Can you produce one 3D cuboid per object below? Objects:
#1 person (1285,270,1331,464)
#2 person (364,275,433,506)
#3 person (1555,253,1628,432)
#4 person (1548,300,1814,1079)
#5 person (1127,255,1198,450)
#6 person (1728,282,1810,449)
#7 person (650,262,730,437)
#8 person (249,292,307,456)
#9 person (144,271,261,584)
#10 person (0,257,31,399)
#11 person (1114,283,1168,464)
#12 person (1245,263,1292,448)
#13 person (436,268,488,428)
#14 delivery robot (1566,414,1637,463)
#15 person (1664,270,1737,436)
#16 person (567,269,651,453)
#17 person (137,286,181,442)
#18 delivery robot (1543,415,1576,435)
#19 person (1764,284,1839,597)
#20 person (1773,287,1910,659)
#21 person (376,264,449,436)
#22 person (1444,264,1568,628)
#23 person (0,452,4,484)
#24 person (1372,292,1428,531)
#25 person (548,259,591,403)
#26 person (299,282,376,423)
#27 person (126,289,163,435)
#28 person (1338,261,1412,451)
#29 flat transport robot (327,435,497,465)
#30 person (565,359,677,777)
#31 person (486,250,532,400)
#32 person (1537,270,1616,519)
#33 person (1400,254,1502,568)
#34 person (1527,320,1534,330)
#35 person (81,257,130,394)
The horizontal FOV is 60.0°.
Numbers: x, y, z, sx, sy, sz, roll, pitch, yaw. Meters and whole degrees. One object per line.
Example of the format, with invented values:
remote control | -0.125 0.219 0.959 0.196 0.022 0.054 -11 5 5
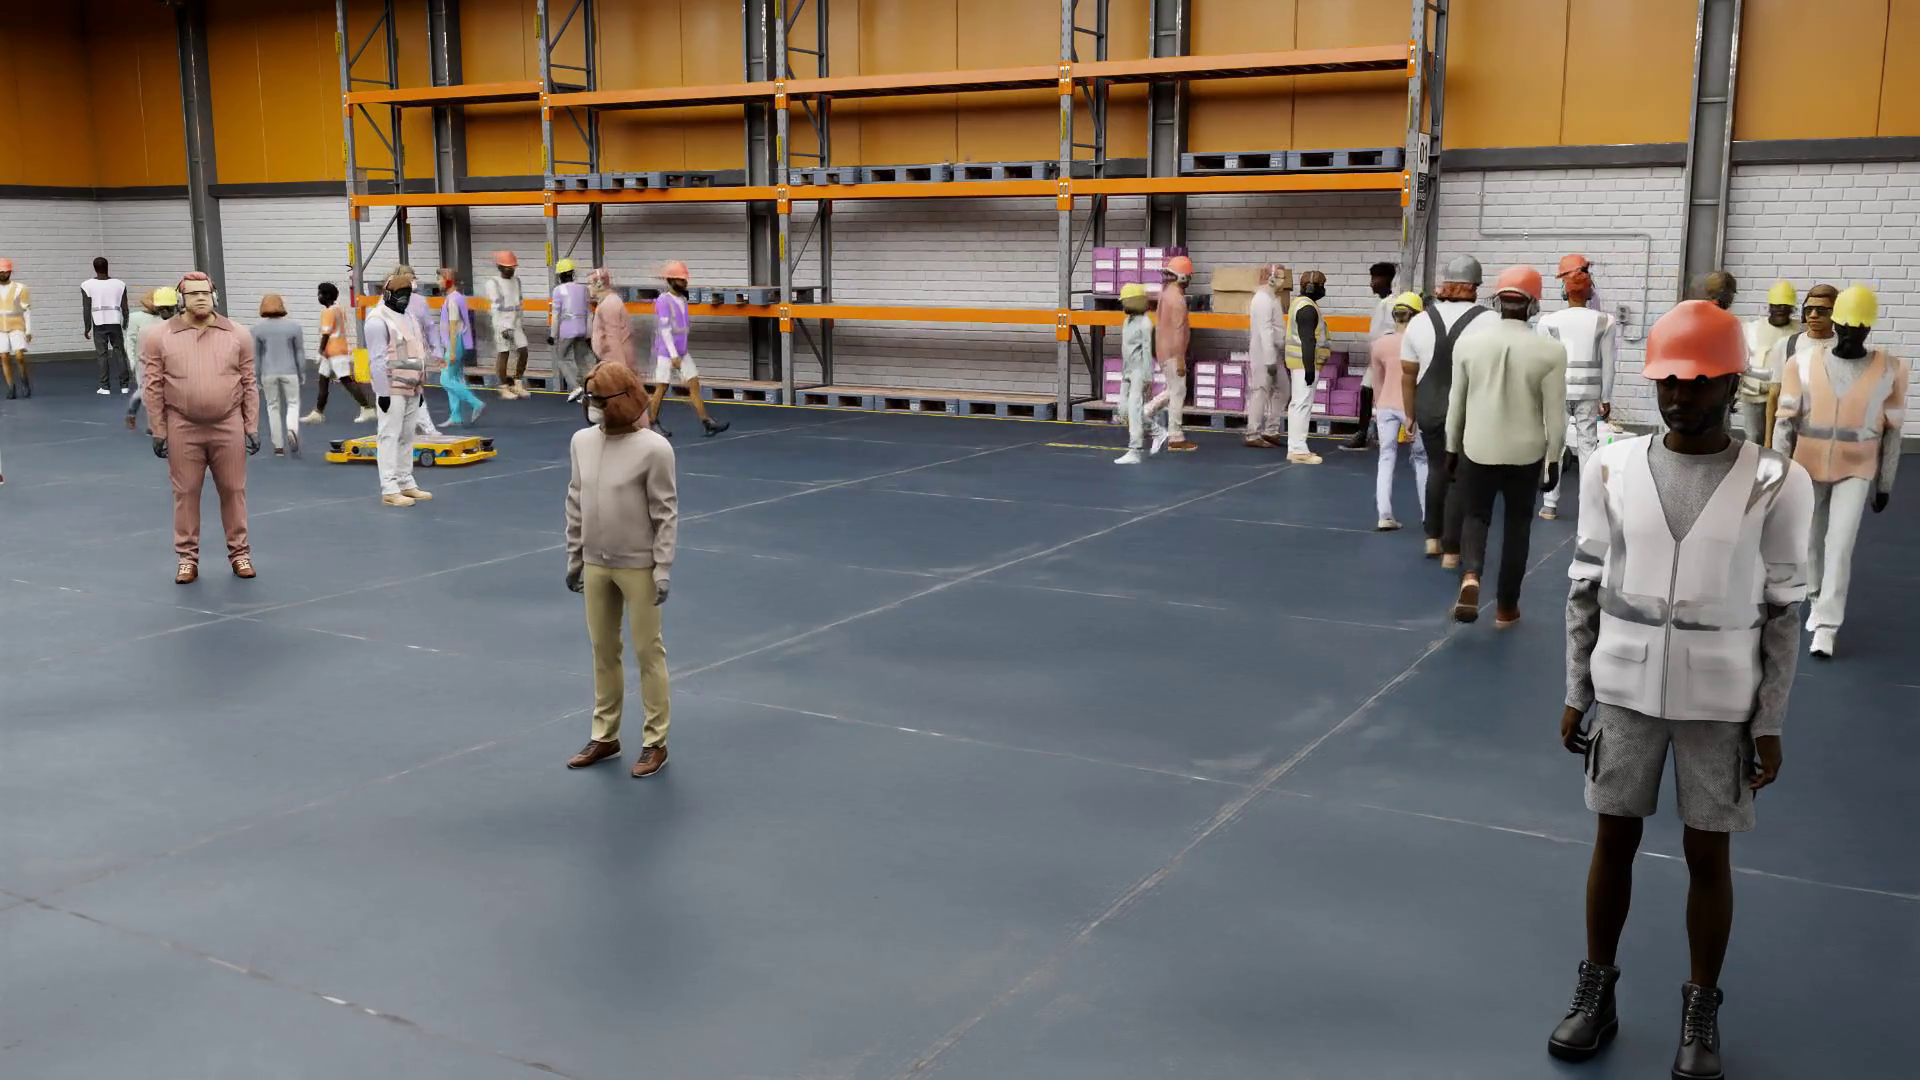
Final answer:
person | 3.330 -1.654 15.933 0.429 1.839 0.633 1 10 5
person | -4.497 -1.200 13.365 0.430 1.841 0.624 2 10 10
person | 6.059 -1.753 16.038 0.739 2.000 0.679 7 12 33
person | 1.764 0.384 4.115 0.545 1.938 0.362 6 12 32
person | 2.086 -1.879 16.807 0.610 1.976 0.624 -1 10 -7
person | 6.627 -1.212 13.604 0.613 1.795 0.866 6 12 31
person | -2.985 -2.028 17.903 0.988 1.886 0.557 4 11 24
person | -6.700 -1.625 16.363 0.517 1.620 0.455 -4 11 -22
person | -4.665 -0.693 10.282 0.648 1.913 0.409 -5 11 -27
person | -12.880 -2.851 22.490 0.565 1.923 0.426 -3 10 -17
person | 1.731 -1.586 15.859 0.496 1.717 0.496 -3 10 -17
person | 3.220 -1.869 16.999 0.617 1.887 0.670 3 10 15
person | -5.710 -2.169 18.877 0.478 1.827 0.590 -3 10 -15
delivery robot | 5.738 -0.888 14.965 0.477 0.478 0.707 -3 11 -19
person | 5.312 -1.012 12.149 0.948 1.904 0.682 -3 10 -17
person | -3.462 -1.752 16.501 0.833 1.848 0.669 -1 10 -4
person | -6.819 -1.337 14.440 0.531 1.739 0.794 -3 10 -17
delivery robot | 5.662 -1.016 15.686 0.477 0.478 0.707 -2 10 -9
person | 5.019 -0.580 9.829 0.504 1.847 0.345 8 13 37
person | 4.537 -0.372 8.614 0.581 1.867 1.027 7 12 35
person | -5.570 -1.839 16.868 1.040 1.882 0.628 4 11 21
person | 2.898 -0.476 8.870 0.630 1.972 0.622 5 11 27
person | -8.448 -1.366 14.209 0.327 1.874 0.517 -3 10 -15
person | 3.298 -0.946 12.217 0.539 1.721 0.830 9 13 40
person | -5.090 -2.717 21.756 0.441 1.905 0.604 7 12 34
person | -7.273 -2.176 19.401 0.863 1.654 0.534 -2 10 -13
person | -8.900 -1.944 18.216 0.505 1.608 0.540 6 12 30
person | 4.360 -1.834 16.727 0.947 1.930 0.610 -1 10 -4
flat transport robot | -5.254 -0.875 15.961 1.431 0.197 0.652 2 10 11
person | -1.333 0.111 6.516 0.497 1.633 0.278 5 11 25
person | -6.068 -2.881 22.387 0.569 2.010 0.629 7 12 35
person | 4.634 -1.085 12.576 0.572 1.887 0.356 3 10 17
person | 3.291 -0.858 10.852 0.693 2.000 0.768 8 13 38
person | 5.472 -1.599 16.056 0.548 1.683 0.550 0 10 2
person | -11.995 -3.010 23.394 0.592 1.915 0.375 -8 13 -39
